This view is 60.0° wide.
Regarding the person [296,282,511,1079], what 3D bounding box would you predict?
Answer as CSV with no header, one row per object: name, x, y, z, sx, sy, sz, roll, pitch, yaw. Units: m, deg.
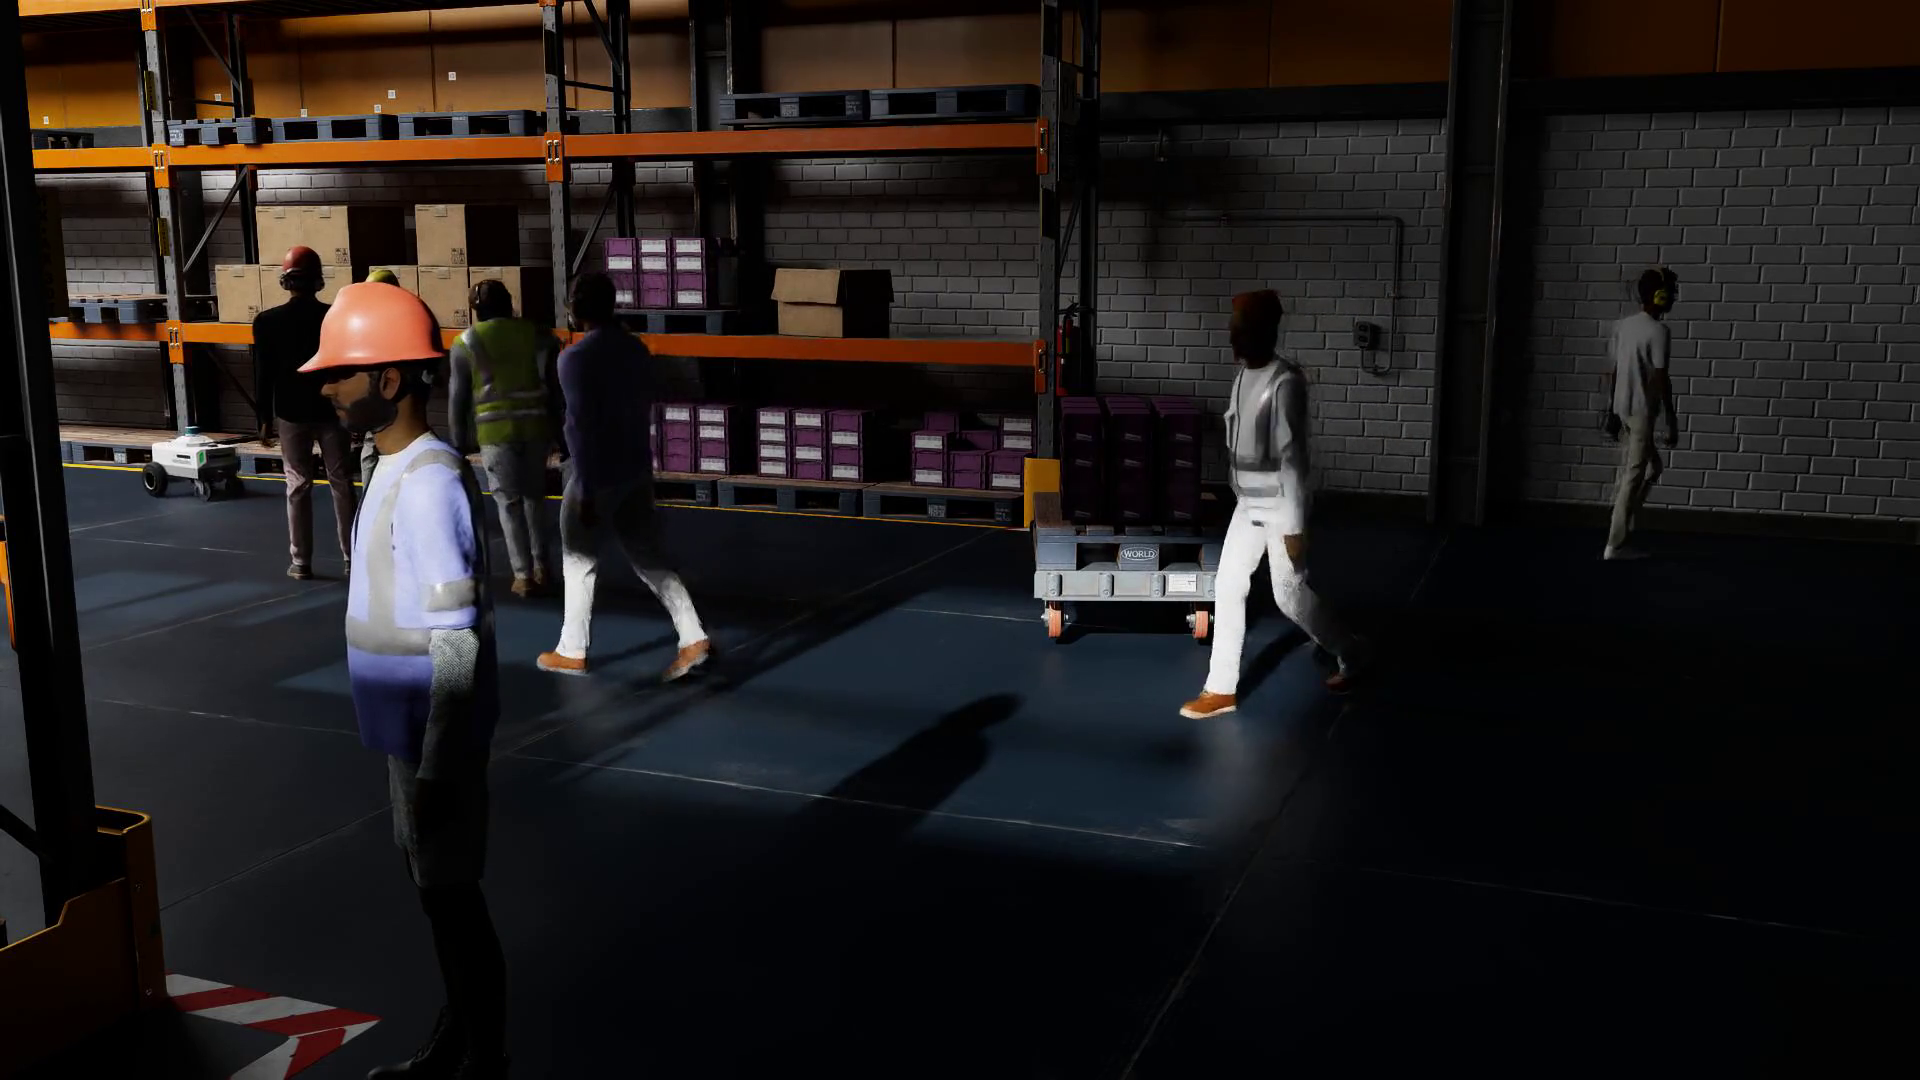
person,-1.214,0.407,3.682,0.373,1.934,0.551,-5,11,-24

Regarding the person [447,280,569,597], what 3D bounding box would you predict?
person,-2.593,-0.587,9.589,0.644,1.802,0.629,-7,12,-33

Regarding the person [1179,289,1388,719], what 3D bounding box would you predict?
person,1.398,-0.148,7.081,0.877,1.842,0.620,-3,11,-18

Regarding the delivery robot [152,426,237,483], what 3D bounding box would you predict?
delivery robot,-6.085,-0.660,13.217,0.707,0.478,0.477,7,12,33

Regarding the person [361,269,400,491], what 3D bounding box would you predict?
person,-4.017,-0.973,11.662,0.601,1.830,0.403,5,12,28

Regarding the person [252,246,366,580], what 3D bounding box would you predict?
person,-3.893,-0.753,10.004,0.641,1.992,0.401,-5,11,-25

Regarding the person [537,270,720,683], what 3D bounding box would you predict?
person,-1.537,-0.276,7.608,0.958,1.905,0.641,6,12,28

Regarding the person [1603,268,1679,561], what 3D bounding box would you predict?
person,4.354,-0.779,10.509,0.551,1.851,0.570,-1,10,-6
